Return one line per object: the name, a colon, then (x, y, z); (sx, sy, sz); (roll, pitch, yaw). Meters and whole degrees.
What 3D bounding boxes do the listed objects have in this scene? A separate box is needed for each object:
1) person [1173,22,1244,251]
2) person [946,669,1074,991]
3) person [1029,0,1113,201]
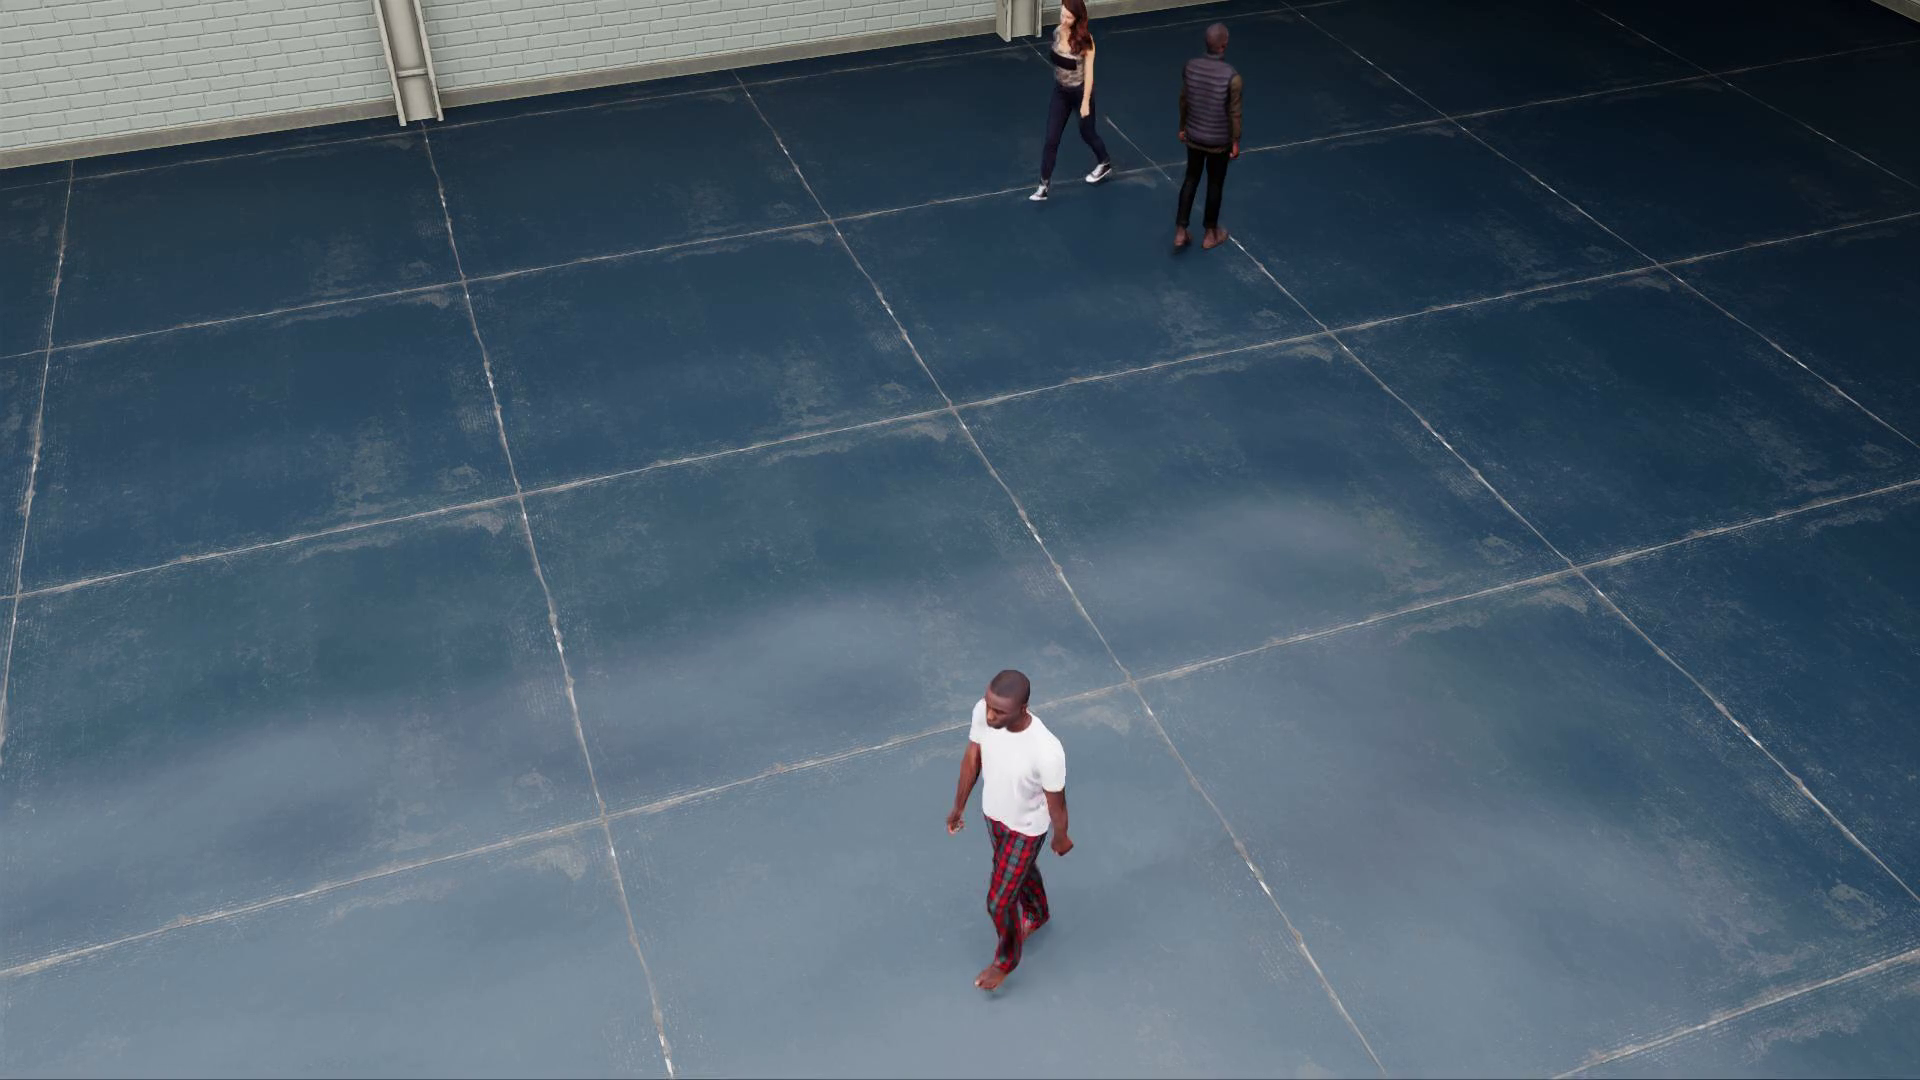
person: (1.918, -3.135, 12.971); (0.843, 1.847, 0.876); (26, 45, 29)
person: (0.324, 1.198, 7.464); (0.867, 1.806, 0.780); (-24, 44, -27)
person: (1.008, -3.670, 13.765); (1.298, 1.711, 1.017); (-29, 47, -32)
